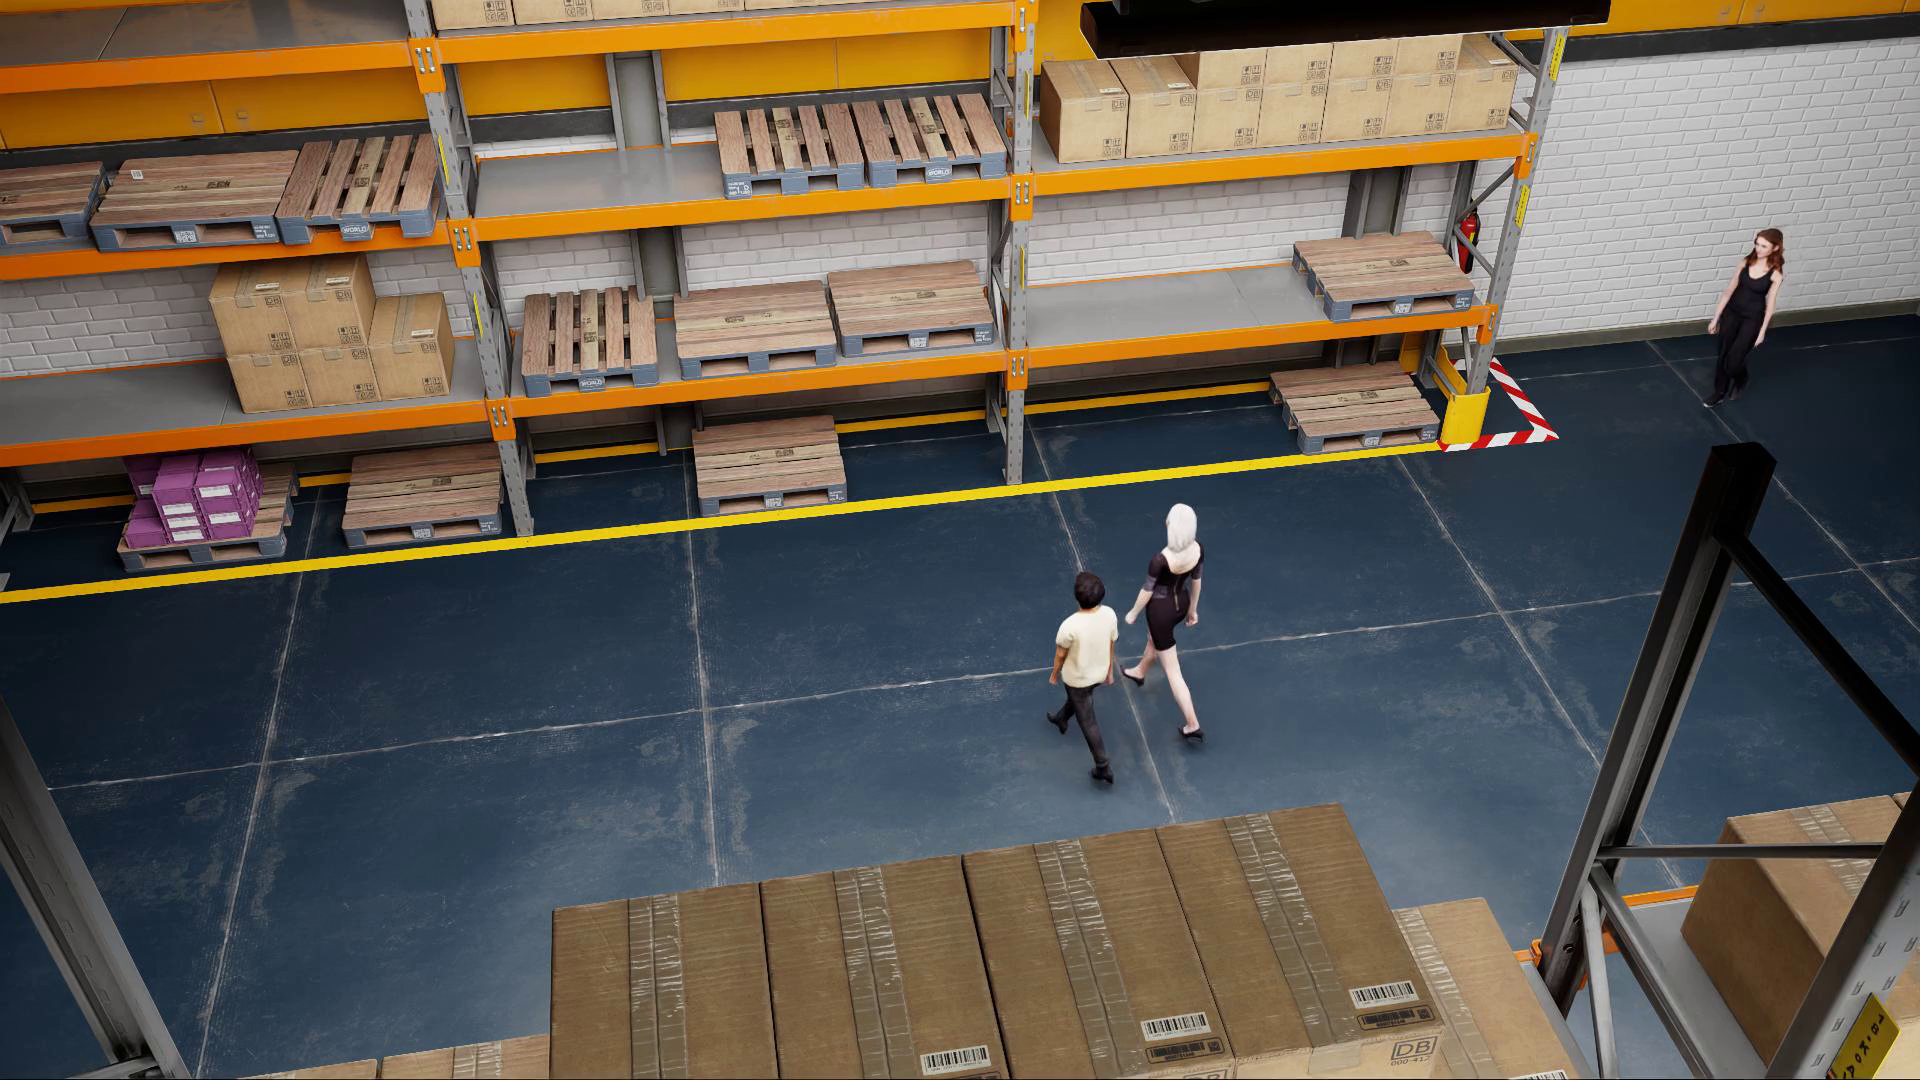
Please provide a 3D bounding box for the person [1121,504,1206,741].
[{"bbox_3d":[1.447,0.581,11.123,1.170,1.786,1.022,-25,45,-28],"label":"person"}]

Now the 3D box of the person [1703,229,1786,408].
[{"bbox_3d":[6.789,-1.920,14.300,0.835,1.729,0.749,-27,46,-29],"label":"person"}]

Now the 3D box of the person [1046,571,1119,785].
[{"bbox_3d":[0.860,0.941,10.870,1.046,1.539,0.943,-22,44,-25],"label":"person"}]
